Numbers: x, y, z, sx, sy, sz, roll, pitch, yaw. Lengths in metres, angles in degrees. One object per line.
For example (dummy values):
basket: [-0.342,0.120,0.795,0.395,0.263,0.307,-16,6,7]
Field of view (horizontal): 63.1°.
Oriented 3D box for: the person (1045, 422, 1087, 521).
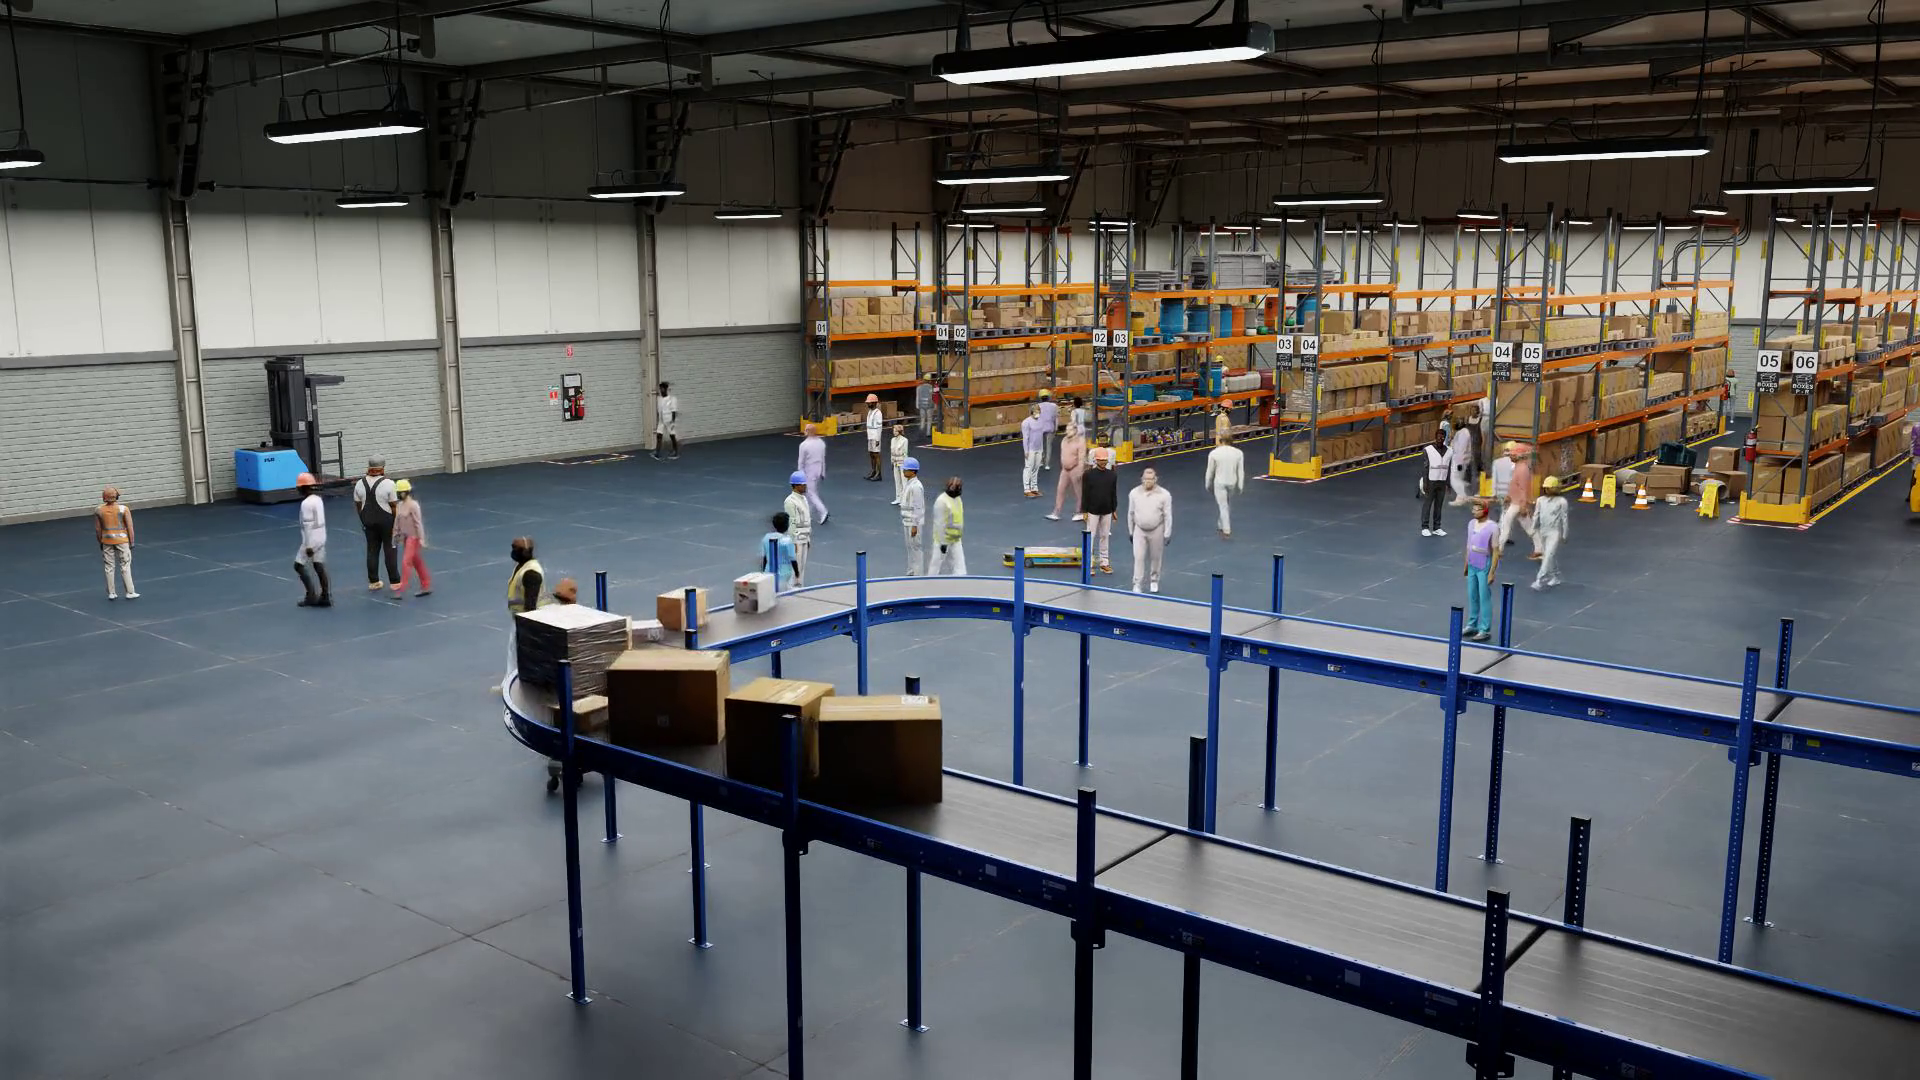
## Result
person: [2.016,-1.259,29.270,0.920,1.864,0.683,-8,13,-40]

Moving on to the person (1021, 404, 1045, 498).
person: [1.532,-1.854,32.464,0.371,1.934,0.627,8,13,40]

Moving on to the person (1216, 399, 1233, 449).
person: [5.688,-2.058,33.626,0.373,1.928,0.543,-2,10,-11]

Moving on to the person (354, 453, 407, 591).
person: [-8.592,-0.257,23.289,0.688,2.000,0.538,2,10,12]

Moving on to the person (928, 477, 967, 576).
person: [-0.083,0.003,22.402,0.931,1.785,0.675,6,12,31]

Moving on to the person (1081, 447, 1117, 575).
person: [2.182,-0.459,24.432,0.608,1.995,0.377,-4,11,-22]

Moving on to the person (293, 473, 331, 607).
person: [-9.183,0.006,22.023,0.569,1.917,0.579,0,10,-1]

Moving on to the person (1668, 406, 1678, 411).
person: [21.204,-4.298,46.292,0.840,1.902,0.630,-8,13,-39]

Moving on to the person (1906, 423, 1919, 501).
person: [19.572,-1.725,31.740,0.547,1.930,0.384,8,13,38]

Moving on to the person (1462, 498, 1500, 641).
person: [6.733,0.370,20.197,0.373,1.839,0.571,-3,11,-18]

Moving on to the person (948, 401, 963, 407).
person: [-0.132,-3.746,43.307,0.511,1.865,0.329,7,13,36]

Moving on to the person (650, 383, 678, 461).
person: [-7.276,-2.919,38.504,0.627,1.909,0.987,5,11,26]

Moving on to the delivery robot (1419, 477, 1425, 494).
delivery robot: [9.752,-1.197,32.497,0.477,0.478,0.707,4,11,20]

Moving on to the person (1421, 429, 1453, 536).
person: [8.496,-1.034,27.901,0.587,1.915,0.397,-3,11,-17]

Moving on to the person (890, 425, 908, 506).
person: [-1.204,-1.502,31.333,0.318,1.628,0.508,-8,13,-39]

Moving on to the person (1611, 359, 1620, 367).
person: [20.755,-4.932,49.779,0.375,1.933,0.550,3,10,14]

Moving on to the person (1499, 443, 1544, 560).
person: [9.125,-0.618,25.509,1.038,1.946,0.627,4,11,19]

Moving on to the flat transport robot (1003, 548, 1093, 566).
flat transport robot: [1.417,0.264,25.333,1.431,0.197,0.652,0,10,2]

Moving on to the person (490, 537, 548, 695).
person: [-4.907,0.870,17.450,0.845,1.813,0.650,-5,11,-25]

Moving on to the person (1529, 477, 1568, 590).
person: [8.787,-0.111,23.338,0.918,1.691,0.500,-7,12,-35]

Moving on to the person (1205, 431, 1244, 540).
person: [4.679,-0.976,27.659,0.647,1.893,1.011,-2,10,-10]

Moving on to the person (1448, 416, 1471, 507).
person: [9.899,-1.552,31.064,0.454,1.822,0.658,3,11,19]

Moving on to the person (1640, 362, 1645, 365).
person: [21.668,-4.898,49.474,0.417,1.987,0.718,-10,14,-43]

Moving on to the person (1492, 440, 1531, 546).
person: [9.465,-0.800,26.891,0.428,1.812,0.608,-6,12,-31]

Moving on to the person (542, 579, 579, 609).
person: [-4.149,1.197,16.269,0.608,1.579,0.820,-1,10,-8]

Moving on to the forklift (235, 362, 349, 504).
forklift: [-13.803,-2.244,32.110,1.129,2.768,1.873,8,13,37]

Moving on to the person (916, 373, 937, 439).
person: [-0.901,-3.696,43.161,0.616,1.809,0.443,2,10,12]

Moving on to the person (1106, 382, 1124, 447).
person: [4.103,-3.297,41.143,0.523,1.728,0.870,6,12,30]

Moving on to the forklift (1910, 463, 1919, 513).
forklift: [19.034,-1.348,28.998,2.313,2.155,1.214,8,13,37]

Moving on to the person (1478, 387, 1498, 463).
person: [12.918,-2.837,38.178,0.582,1.872,0.477,7,12,33]

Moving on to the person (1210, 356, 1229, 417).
person: [8.168,-4.845,49.316,0.596,1.923,0.378,7,12,36]

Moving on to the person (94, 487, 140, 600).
person: [-12.173,0.052,22.566,0.513,1.638,0.307,-1,10,-6]

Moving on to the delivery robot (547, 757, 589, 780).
delivery robot: [-3.546,1.980,14.611,0.477,0.478,0.707,3,10,17]

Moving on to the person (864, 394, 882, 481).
person: [-1.947,-2.294,34.924,0.359,1.936,0.552,-5,11,-28]

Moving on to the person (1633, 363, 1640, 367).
person: [20.528,-4.424,47.183,0.662,1.842,0.570,2,10,11]

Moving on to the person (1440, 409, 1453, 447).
person: [10.663,-2.053,34.416,0.314,1.637,0.514,1,10,5]

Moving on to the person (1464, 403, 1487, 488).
person: [11.171,-2.063,33.934,0.531,1.829,0.531,7,12,34]

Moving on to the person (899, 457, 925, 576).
person: [-0.720,-0.276,23.529,0.381,1.951,0.607,-3,10,-16]

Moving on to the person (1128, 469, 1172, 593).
person: [2.747,-0.104,22.802,0.664,1.853,0.982,3,11,16]

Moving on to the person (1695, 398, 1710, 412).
person: [21.623,-4.155,45.486,0.641,1.908,0.407,-9,13,-40]

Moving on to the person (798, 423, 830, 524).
person: [-2.738,-1.236,29.142,0.857,1.881,0.651,7,12,36]

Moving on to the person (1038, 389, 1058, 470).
person: [2.002,-2.610,36.868,0.602,1.872,1.004,-1,10,-3]

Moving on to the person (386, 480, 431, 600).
person: [-8.039,-0.001,22.570,0.553,1.725,0.846,9,14,42]

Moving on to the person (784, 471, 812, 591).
person: [-2.274,-0.007,22.020,0.384,1.949,0.603,2,10,12]

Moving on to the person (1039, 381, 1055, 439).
person: [2.350,-3.566,42.976,0.502,1.612,0.682,7,12,34]

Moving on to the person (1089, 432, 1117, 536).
person: [2.531,-1.005,27.861,0.534,1.868,0.309,-1,10,-4]

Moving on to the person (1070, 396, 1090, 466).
person: [2.875,-2.602,37.417,0.798,1.667,0.537,9,14,43]

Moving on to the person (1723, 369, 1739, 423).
person: [23.307,-4.360,47.409,0.497,1.633,0.284,3,11,17]

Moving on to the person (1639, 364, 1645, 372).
person: [20.121,-4.275,46.273,0.439,1.865,0.672,-2,10,-11]

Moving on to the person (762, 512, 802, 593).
person: [-2.283,0.461,20.213,0.549,1.643,0.870,9,14,42]
